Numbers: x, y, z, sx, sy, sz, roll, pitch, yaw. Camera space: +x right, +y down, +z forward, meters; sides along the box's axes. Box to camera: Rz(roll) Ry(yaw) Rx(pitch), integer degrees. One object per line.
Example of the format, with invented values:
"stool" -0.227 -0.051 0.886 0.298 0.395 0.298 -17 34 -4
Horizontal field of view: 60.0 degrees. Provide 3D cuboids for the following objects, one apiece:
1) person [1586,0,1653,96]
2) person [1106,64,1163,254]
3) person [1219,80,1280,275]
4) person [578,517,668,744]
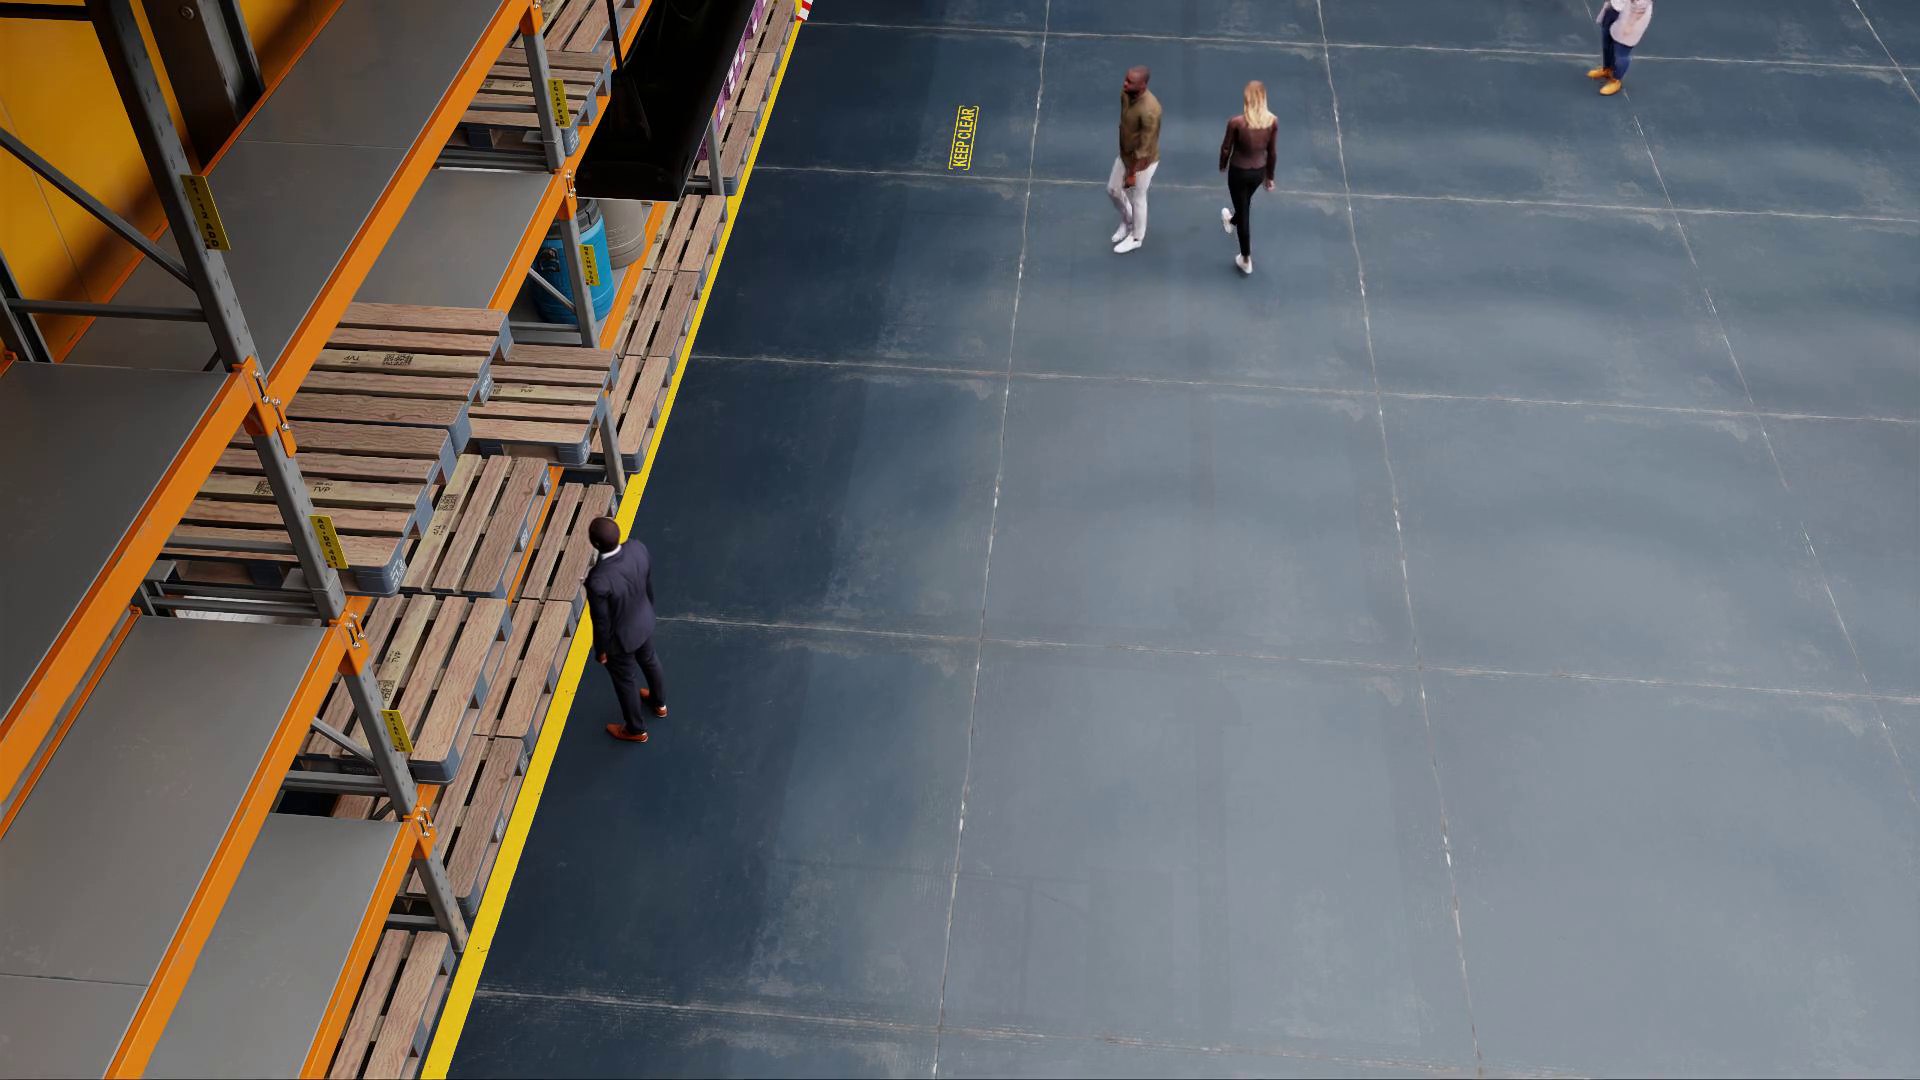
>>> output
"person" 6.641 -5.225 16.490 0.864 1.711 0.674 3 44 3
"person" 1.598 -3.310 14.405 0.884 1.813 0.778 -18 47 -18
"person" 2.477 -3.059 14.257 0.849 1.654 1.148 -10 45 -11
"person" -2.085 0.549 10.347 0.846 1.824 0.700 22 48 22
